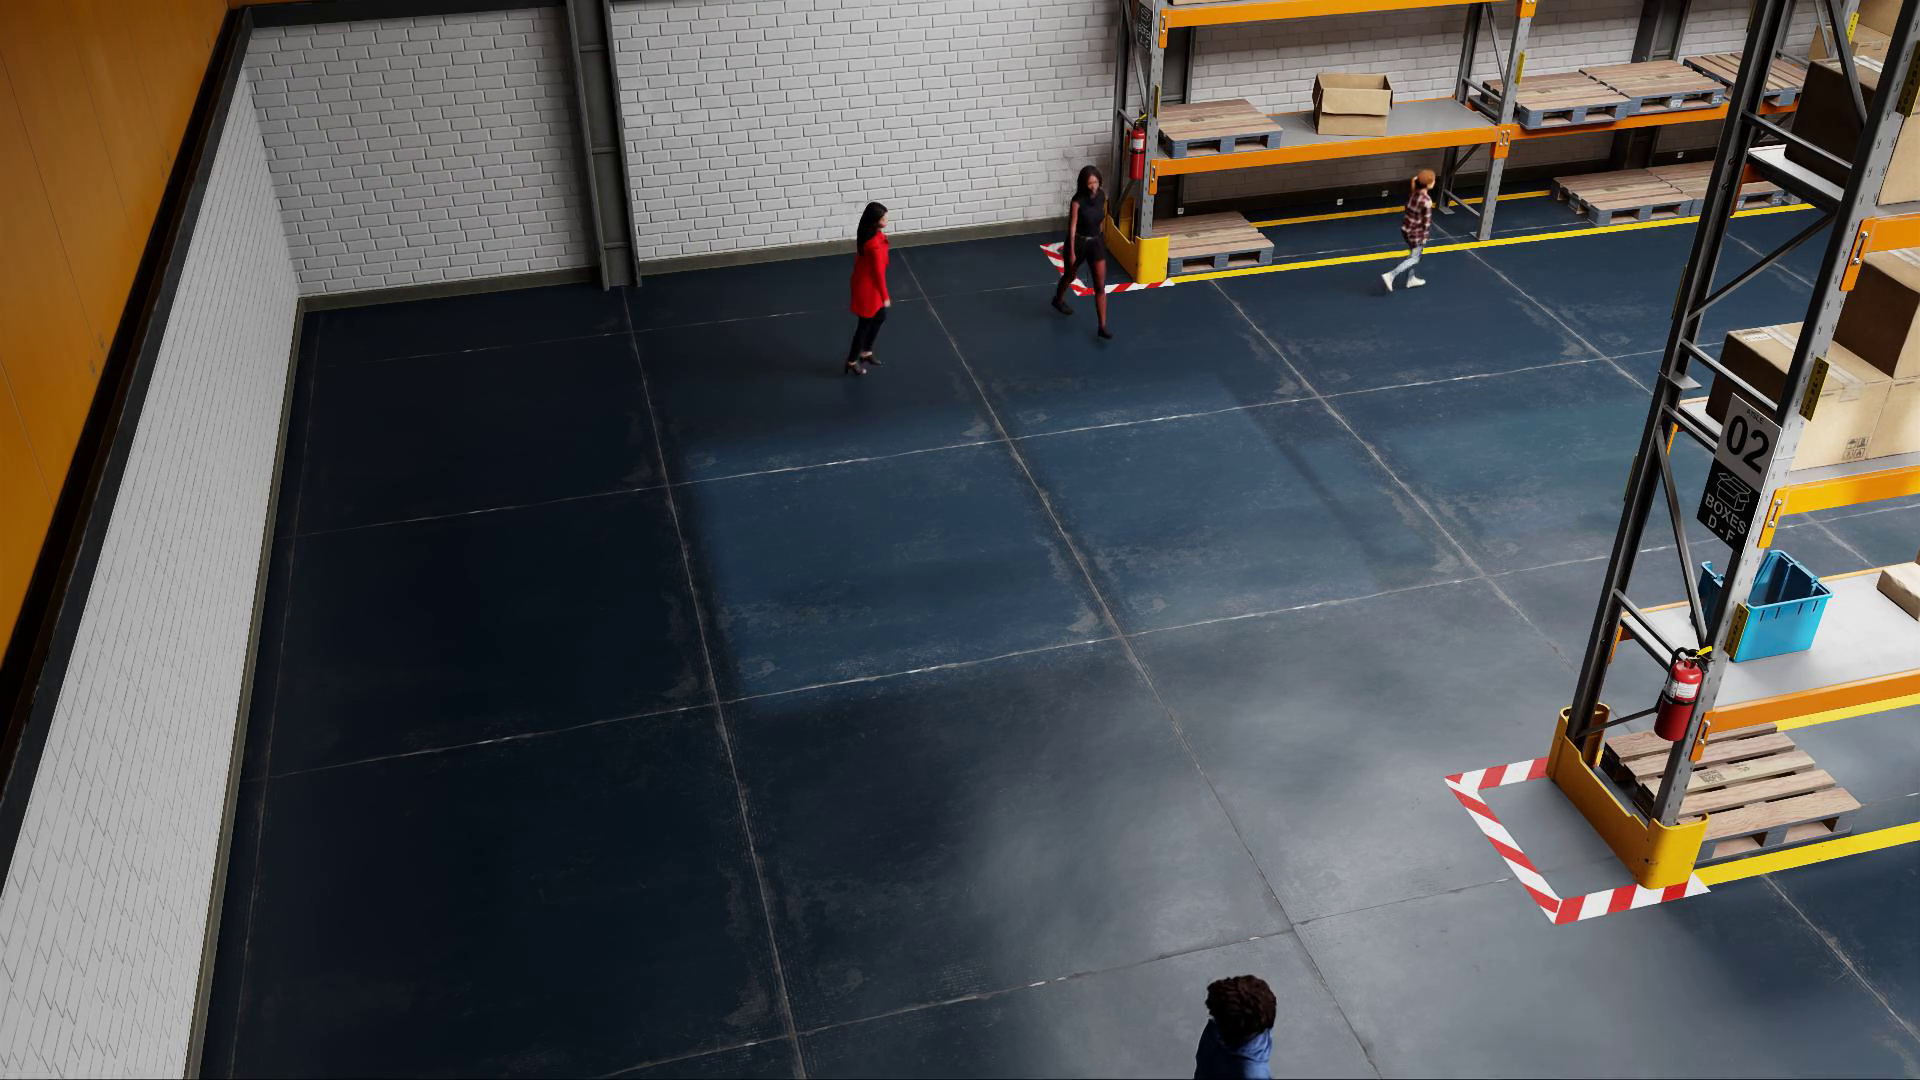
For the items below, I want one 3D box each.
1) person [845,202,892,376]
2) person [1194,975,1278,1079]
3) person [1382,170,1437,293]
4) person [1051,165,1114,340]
[{"bbox_3d":[-0.905,-2.275,15.243,0.685,1.708,0.633,-13,36,-18],"label":"person"},{"bbox_3d":[1.249,2.671,7.717,0.588,1.803,0.691,-5,34,-7],"label":"person"},{"bbox_3d":[4.574,-3.131,16.907,0.803,1.292,0.558,-11,35,-16],"label":"person"},{"bbox_3d":[1.160,-2.824,16.093,1.218,1.683,0.953,-22,39,-29],"label":"person"}]
